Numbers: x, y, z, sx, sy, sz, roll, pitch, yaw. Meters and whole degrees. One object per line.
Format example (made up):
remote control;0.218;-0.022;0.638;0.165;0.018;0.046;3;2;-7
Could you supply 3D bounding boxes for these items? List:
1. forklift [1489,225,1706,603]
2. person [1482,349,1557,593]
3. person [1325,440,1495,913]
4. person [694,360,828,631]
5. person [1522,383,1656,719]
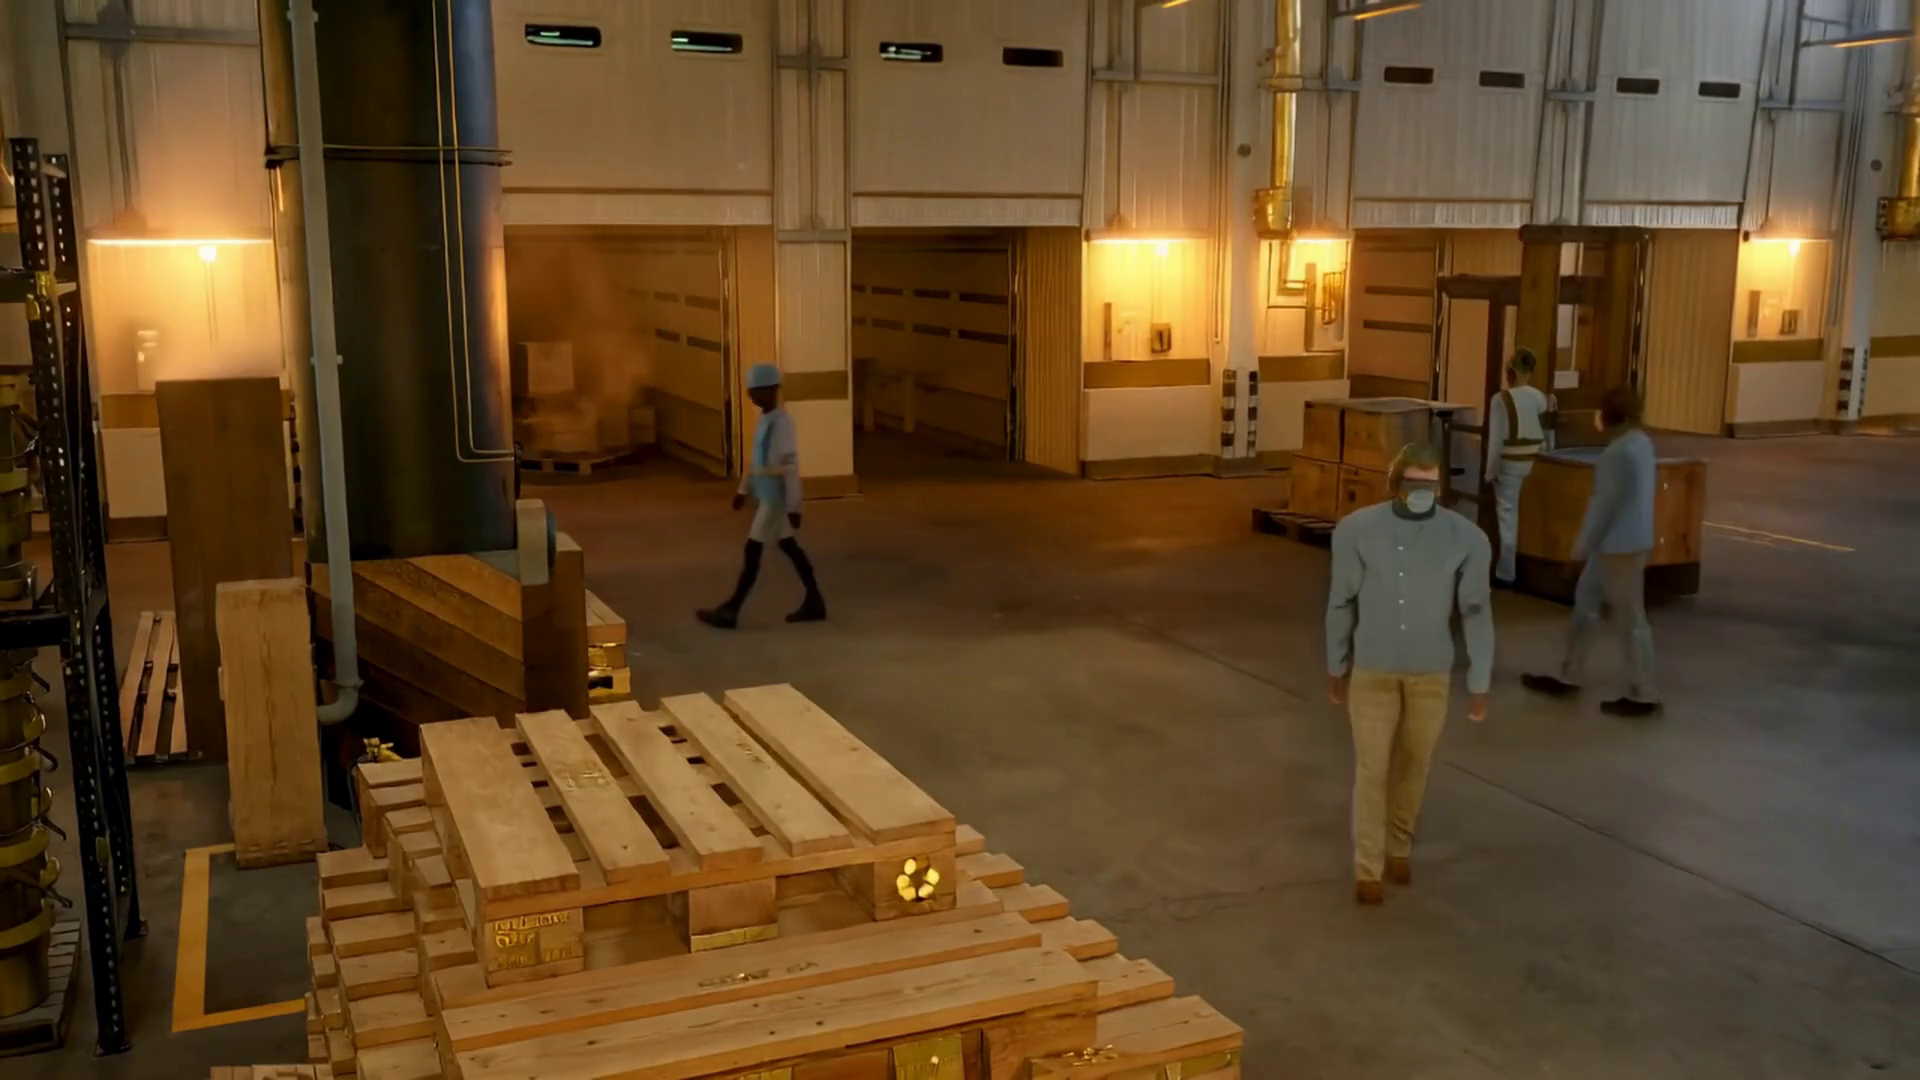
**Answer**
forklift;4.762;-1.043;12.937;1.129;2.768;1.873;-4;11;-23
person;4.303;-0.525;12.835;0.576;1.882;0.362;-3;11;-17
person;1.820;0.565;6.724;0.658;1.913;0.805;1;10;8
person;-1.377;-0.311;11.648;1.002;1.883;0.553;-3;11;-18
person;3.640;0.057;9.554;0.894;1.902;0.650;6;12;30
